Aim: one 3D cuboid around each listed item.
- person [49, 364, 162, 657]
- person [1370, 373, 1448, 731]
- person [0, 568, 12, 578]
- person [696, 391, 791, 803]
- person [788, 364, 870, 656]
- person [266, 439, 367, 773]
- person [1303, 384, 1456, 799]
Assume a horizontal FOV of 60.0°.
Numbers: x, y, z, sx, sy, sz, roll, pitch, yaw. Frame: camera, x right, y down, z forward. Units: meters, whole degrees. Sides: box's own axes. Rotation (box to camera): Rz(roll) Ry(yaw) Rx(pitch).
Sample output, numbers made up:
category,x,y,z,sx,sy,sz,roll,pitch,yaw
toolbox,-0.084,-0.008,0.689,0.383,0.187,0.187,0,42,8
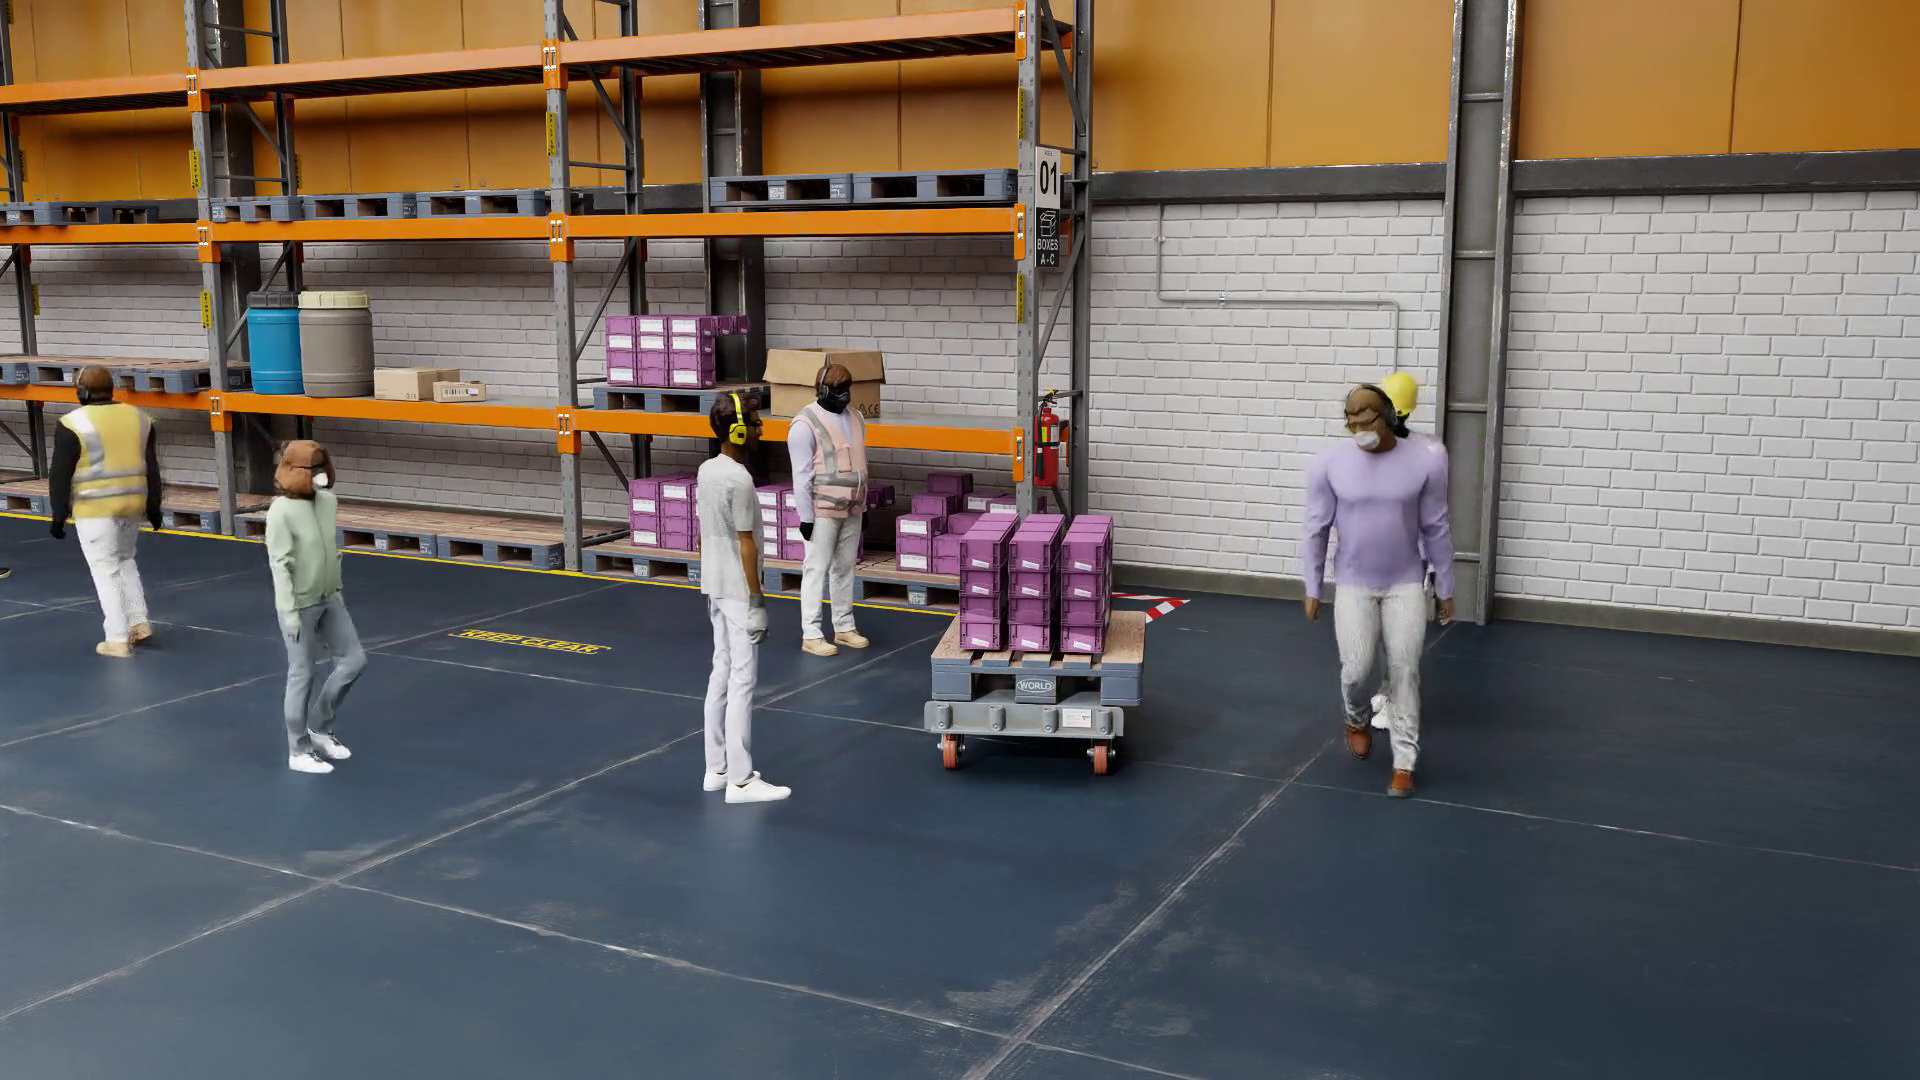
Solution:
category,x,y,z,sx,sy,sz,roll,pitch,yaw
person,-5.358,-0.181,10.425,0.485,1.823,0.648,4,10,25
person,2.309,0.061,8.754,0.657,1.885,0.683,-6,11,-35
person,-7.765,-0.664,12.979,0.609,1.963,0.369,7,12,38
person,-1.010,0.259,7.577,0.318,1.870,0.531,-6,11,-32
person,-0.797,-0.191,10.487,0.431,1.836,0.618,7,11,36
person,-3.096,0.324,7.954,0.381,1.617,0.522,3,10,16
person,1.952,0.208,7.785,0.698,1.908,0.636,1,9,8
